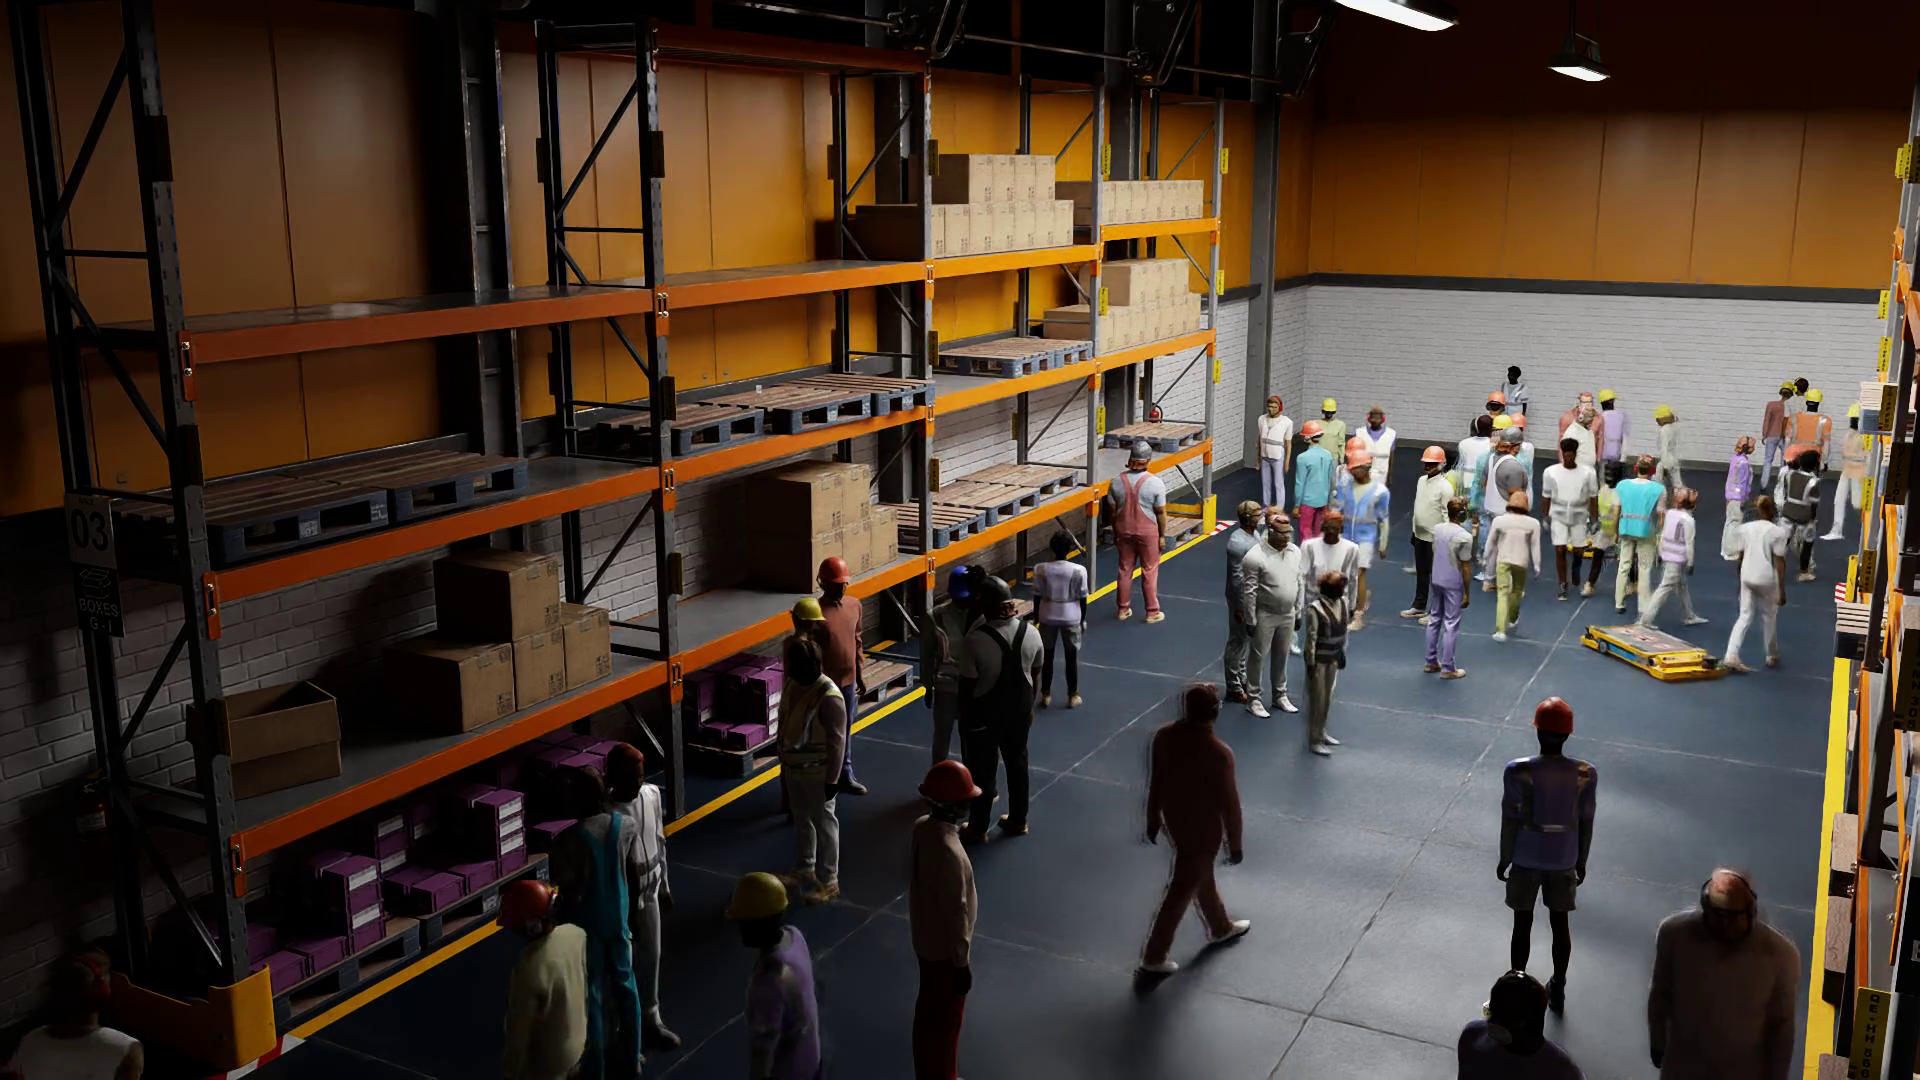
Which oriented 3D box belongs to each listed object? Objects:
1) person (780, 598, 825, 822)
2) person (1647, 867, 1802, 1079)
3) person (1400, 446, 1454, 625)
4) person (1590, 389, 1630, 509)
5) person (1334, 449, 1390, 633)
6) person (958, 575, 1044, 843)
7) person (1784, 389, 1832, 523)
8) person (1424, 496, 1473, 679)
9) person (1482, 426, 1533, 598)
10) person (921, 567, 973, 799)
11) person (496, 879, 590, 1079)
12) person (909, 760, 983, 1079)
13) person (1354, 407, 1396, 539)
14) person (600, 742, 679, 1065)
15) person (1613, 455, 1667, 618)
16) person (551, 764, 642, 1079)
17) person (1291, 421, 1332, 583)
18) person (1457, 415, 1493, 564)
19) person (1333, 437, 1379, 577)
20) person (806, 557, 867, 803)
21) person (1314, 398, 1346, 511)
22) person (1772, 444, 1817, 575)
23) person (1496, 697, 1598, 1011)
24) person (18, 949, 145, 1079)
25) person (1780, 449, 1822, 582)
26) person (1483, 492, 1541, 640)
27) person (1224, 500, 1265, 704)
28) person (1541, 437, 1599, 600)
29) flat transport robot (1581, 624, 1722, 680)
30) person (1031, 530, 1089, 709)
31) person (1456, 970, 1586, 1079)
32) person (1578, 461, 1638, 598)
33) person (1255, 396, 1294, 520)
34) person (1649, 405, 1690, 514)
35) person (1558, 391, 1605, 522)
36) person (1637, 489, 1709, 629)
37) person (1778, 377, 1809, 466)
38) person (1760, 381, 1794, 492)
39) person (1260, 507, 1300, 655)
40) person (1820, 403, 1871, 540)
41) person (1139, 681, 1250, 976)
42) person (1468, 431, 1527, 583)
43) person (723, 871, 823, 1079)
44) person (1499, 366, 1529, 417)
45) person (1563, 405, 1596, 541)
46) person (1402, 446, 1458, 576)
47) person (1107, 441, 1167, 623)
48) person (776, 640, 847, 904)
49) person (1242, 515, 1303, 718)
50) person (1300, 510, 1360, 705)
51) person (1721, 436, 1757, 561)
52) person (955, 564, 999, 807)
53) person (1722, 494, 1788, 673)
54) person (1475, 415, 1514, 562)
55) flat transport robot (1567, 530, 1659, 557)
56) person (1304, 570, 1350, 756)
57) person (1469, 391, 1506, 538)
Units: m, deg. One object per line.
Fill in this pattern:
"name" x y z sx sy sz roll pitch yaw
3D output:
"person" -1.206 1.311 12.895 0.376 1.753 0.572 -5 14 -21
"person" 3.499 2.403 7.698 0.638 1.886 0.420 7 14 28
"person" 5.216 -0.062 18.482 0.373 1.997 0.616 -5 13 -20
"person" 9.343 -1.238 24.066 0.587 1.873 0.945 -2 13 -7
"person" 4.460 -0.042 18.451 0.599 1.980 0.951 11 16 40
"person" 0.261 1.251 12.509 0.681 2.000 0.535 -7 14 -28
"person" 12.055 -1.186 23.675 0.594 1.926 0.366 10 16 37
"person" 4.857 0.467 16.492 0.341 1.839 0.501 -7 15 -30
"person" 6.485 -0.343 19.643 0.535 2.000 0.674 -3 13 -13
"person" 0.003 1.146 13.207 0.615 1.936 0.408 -3 13 -15
"person" -1.960 2.425 7.977 0.445 1.721 0.573 3 13 13
"person" -0.074 2.111 8.759 0.382 1.995 0.612 -4 13 -19
"person" 5.676 -0.945 22.849 0.567 1.825 0.670 3 13 14
"person" -1.862 2.034 9.374 0.365 1.878 0.587 8 15 32
"person" 7.641 -0.043 18.743 0.575 1.841 0.375 11 17 41
"person" -1.980 2.113 9.093 0.516 1.842 0.324 -11 16 -40
"person" 4.288 -0.471 20.359 0.608 1.987 0.403 -11 16 -39
"person" 6.639 -0.645 21.288 0.587 1.913 0.397 11 17 41
"person" 4.606 -0.256 19.491 0.552 1.933 0.371 9 16 36
"person" -1.000 1.103 13.273 0.612 1.995 0.382 -12 17 -43
"person" 5.289 -1.173 23.999 0.526 1.762 0.342 1 13 5
"person" 10.267 -0.363 20.505 0.854 1.702 0.586 -1 13 -6
"person" 3.482 1.877 9.940 0.546 1.938 0.361 1 13 4
"person" -3.573 2.598 6.982 0.601 1.810 0.716 2 13 10
"person" 10.144 -0.278 20.187 0.770 1.662 0.531 -6 14 -25
"person" 5.957 0.264 17.961 0.572 1.576 0.877 4 13 16
"person" 2.707 0.572 15.780 0.372 1.940 0.630 6 14 23
"person" 7.162 -0.269 19.539 0.662 1.937 0.650 5 14 23
"flat transport robot" 7.078 1.124 17.074 0.652 0.197 1.431 -3 13 -12
"person" 0.937 0.745 15.552 0.540 1.695 0.317 3 13 12
"person" 2.189 2.613 6.639 0.354 1.937 0.635 -8 15 -31
"person" 7.690 -0.123 19.528 0.821 1.655 0.536 -4 13 -18
"person" 4.477 -1.145 23.703 0.394 1.836 0.560 -12 17 -43
"person" 10.101 -1.093 23.818 0.826 1.679 0.559 12 18 44
"person" 8.866 -1.183 23.743 0.643 1.899 0.398 0 13 2
"person" 7.845 0.213 18.176 0.877 1.584 0.522 -1 13 -6
"person" 12.837 -1.563 25.530 0.505 1.861 0.330 0 13 0
"person" 12.792 -1.595 25.910 0.532 1.754 0.342 7 14 28
"person" 3.325 0.421 17.254 0.568 1.584 0.672 -6 14 -24
"person" 12.198 -0.918 22.541 0.772 1.906 0.586 -1 13 -5
"person" 1.502 1.794 10.491 1.024 1.855 0.661 -8 15 -33
"person" 6.518 -0.401 20.309 0.988 1.864 0.673 -11 17 -40
"person" -0.800 2.416 7.687 1.021 1.879 0.594 0 13 0
"person" 9.439 -2.141 28.471 0.530 1.696 0.322 11 17 42
"person" 8.336 -0.884 22.403 0.399 1.897 0.652 11 17 41
"person" 5.802 -0.312 20.331 0.778 1.665 0.541 2 13 10
"person" 2.012 -0.100 18.556 0.677 2.000 0.536 7 14 28
"person" -1.048 1.581 11.479 0.429 1.842 0.634 -10 16 -37
"person" 2.898 0.693 15.331 0.643 1.900 0.399 -7 14 -27
"person" 3.521 0.591 15.972 0.577 1.825 1.046 4 13 19
"person" 10.023 -0.533 21.424 0.319 1.631 0.524 2 13 10
"person" 0.116 1.142 13.181 0.369 1.958 0.602 -11 17 -41
"person" 8.029 0.448 16.720 0.960 1.786 0.576 -10 16 -37
"person" 6.862 -0.649 21.305 0.412 1.917 0.587 2 13 9
"flat transport robot" 8.727 0.034 21.953 1.431 0.197 0.652 -2 13 -10
"person" 3.184 1.050 14.362 0.512 1.618 0.478 -11 17 -41
"person" 7.245 -1.020 22.708 0.613 2.031 0.402 4 13 18
